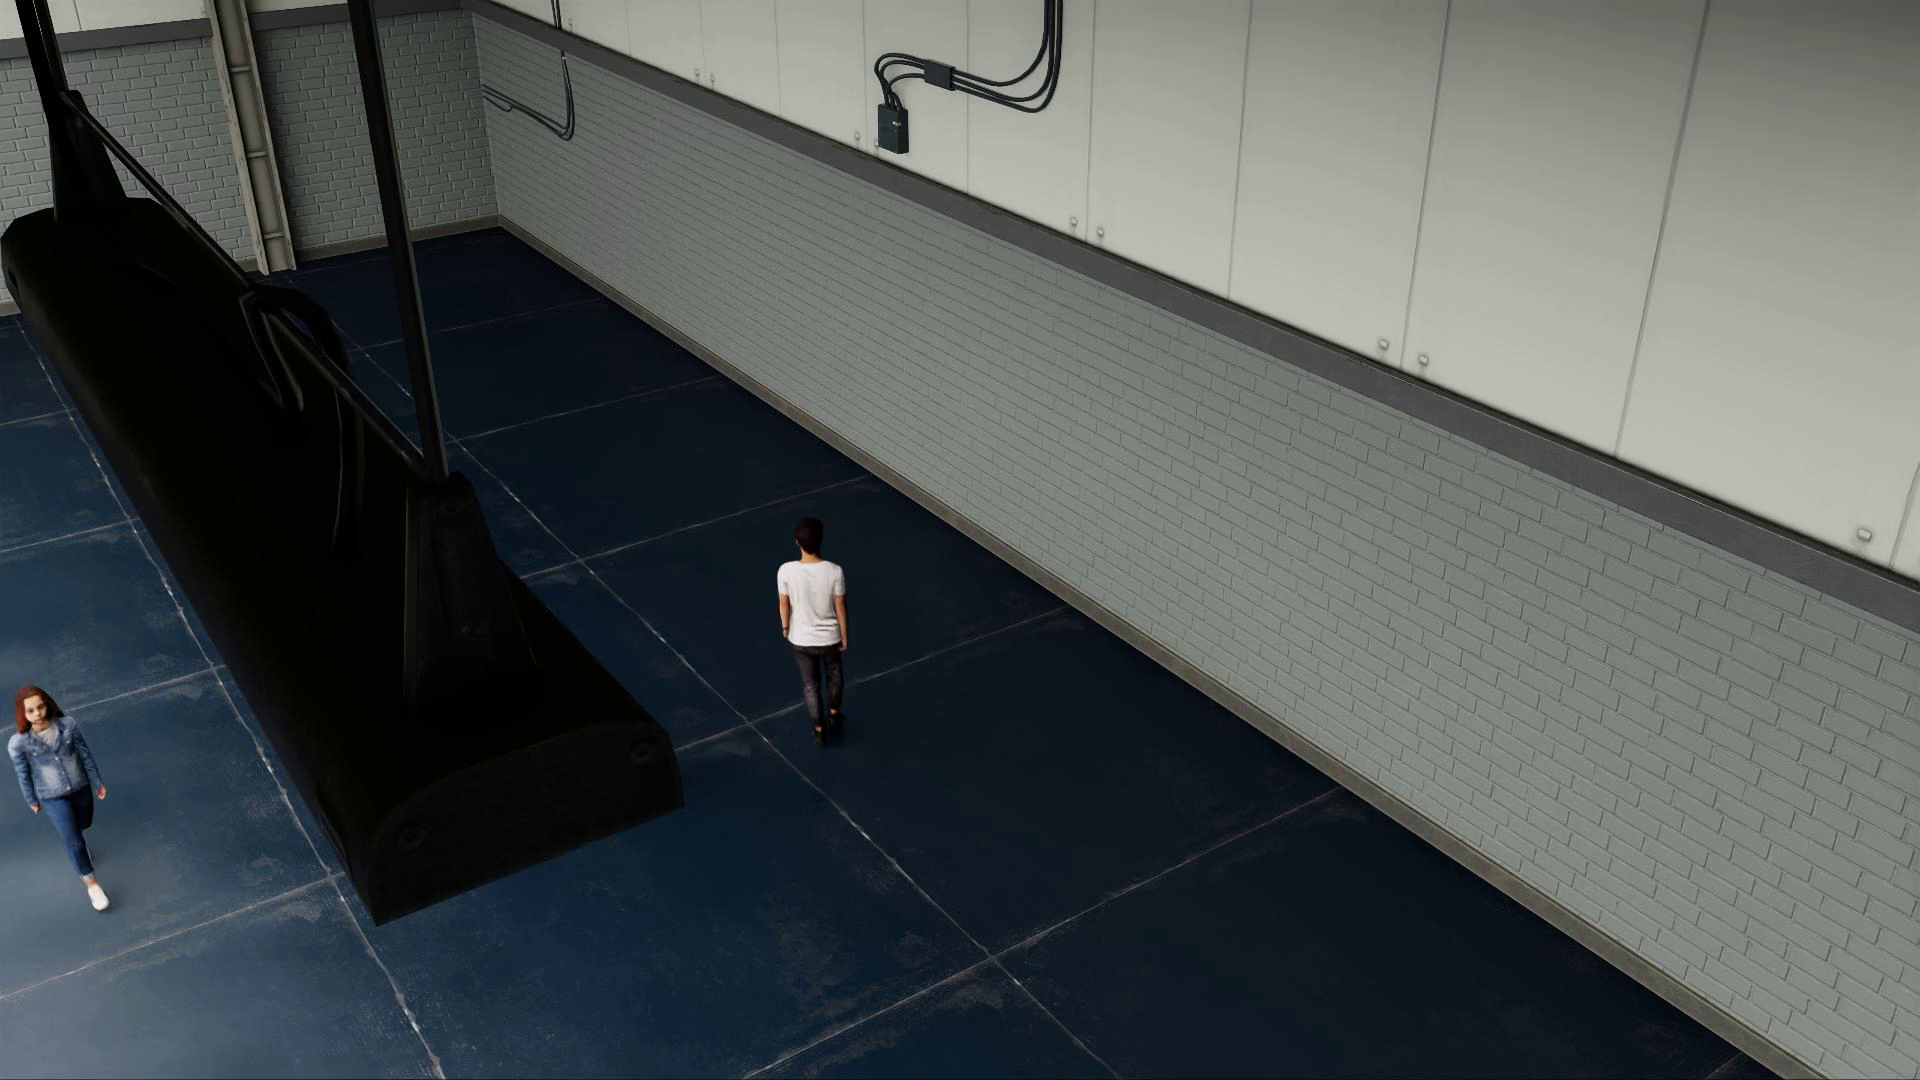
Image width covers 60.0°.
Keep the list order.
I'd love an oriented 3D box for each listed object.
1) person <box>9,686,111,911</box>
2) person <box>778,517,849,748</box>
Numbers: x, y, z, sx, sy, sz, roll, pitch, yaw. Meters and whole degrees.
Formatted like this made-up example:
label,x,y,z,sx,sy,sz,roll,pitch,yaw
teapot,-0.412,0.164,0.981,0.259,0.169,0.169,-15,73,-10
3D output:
label,x,y,z,sx,sy,sz,roll,pitch,yaw
person,-5.490,1.503,10.167,0.768,1.455,0.963,23,35,36
person,-1.004,0.677,11.450,0.707,1.706,0.797,-2,28,-4
